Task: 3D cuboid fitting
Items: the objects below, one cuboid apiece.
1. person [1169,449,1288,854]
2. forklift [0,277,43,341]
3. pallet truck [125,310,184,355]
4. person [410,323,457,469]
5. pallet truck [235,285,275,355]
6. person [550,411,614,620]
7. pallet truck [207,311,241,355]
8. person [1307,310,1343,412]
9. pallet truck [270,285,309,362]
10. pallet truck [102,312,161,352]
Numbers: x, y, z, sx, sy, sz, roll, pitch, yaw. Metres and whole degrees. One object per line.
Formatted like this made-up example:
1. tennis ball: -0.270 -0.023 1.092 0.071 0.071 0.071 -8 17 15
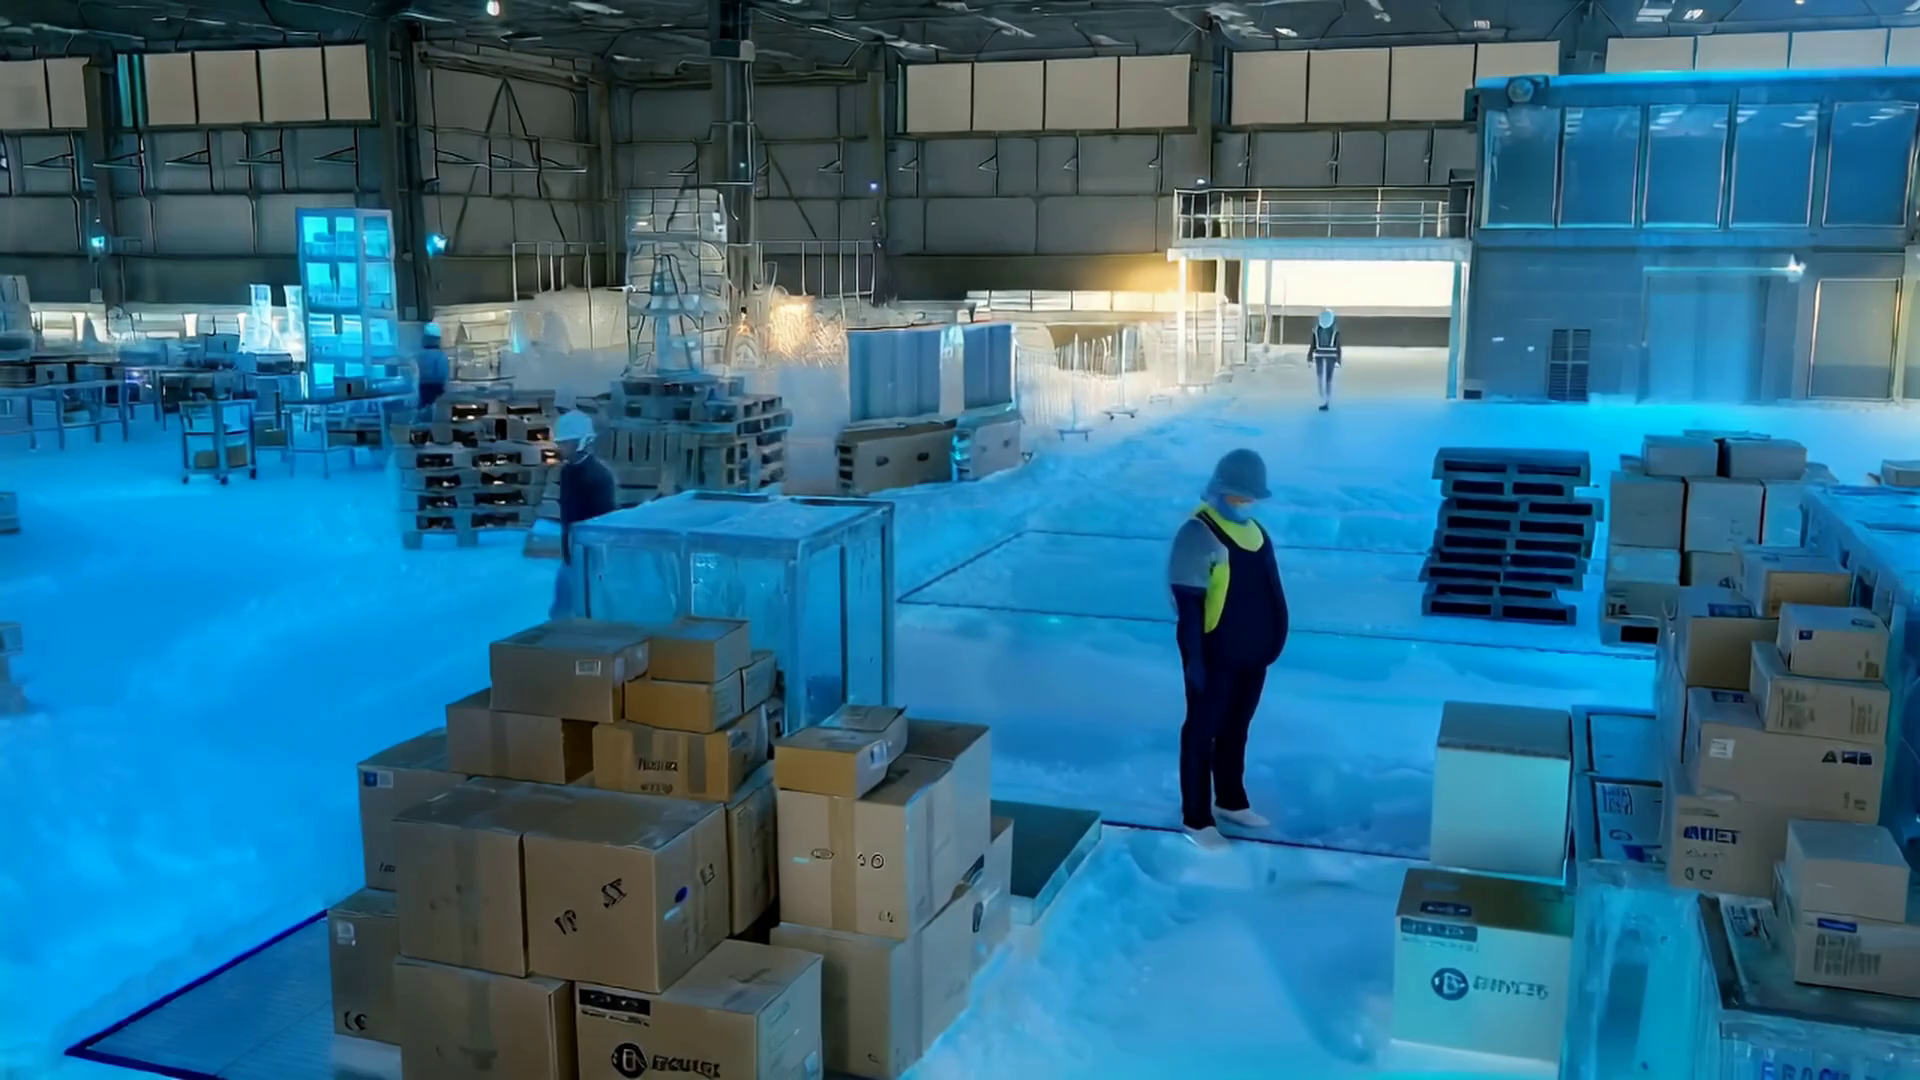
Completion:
1. person: 1.393 0.536 8.419 0.537 2.000 0.678 8 13 40
2. forklift: -27.151 -6.329 46.328 1.157 1.987 2.680 3 11 17
3. pallet truck: -22.038 -5.665 45.457 0.704 1.261 1.522 3 11 17
4. person: -7.063 -1.890 22.206 0.624 2.013 1.002 4 11 21
5. pallet truck: -18.327 -5.835 44.421 0.823 1.965 1.885 4 11 23
6. person: -2.441 0.087 11.225 0.997 1.955 0.626 -10 14 -43
7. pallet truck: -19.537 -5.575 44.913 0.653 1.274 1.630 3 11 19
8. person: 6.601 -3.244 30.237 0.607 1.848 0.847 6 12 32
9. pallet truck: -17.147 -5.700 43.663 0.823 1.965 1.885 3 11 17
10. pallet truck: -23.057 -5.777 46.261 0.680 1.201 1.601 3 11 19
